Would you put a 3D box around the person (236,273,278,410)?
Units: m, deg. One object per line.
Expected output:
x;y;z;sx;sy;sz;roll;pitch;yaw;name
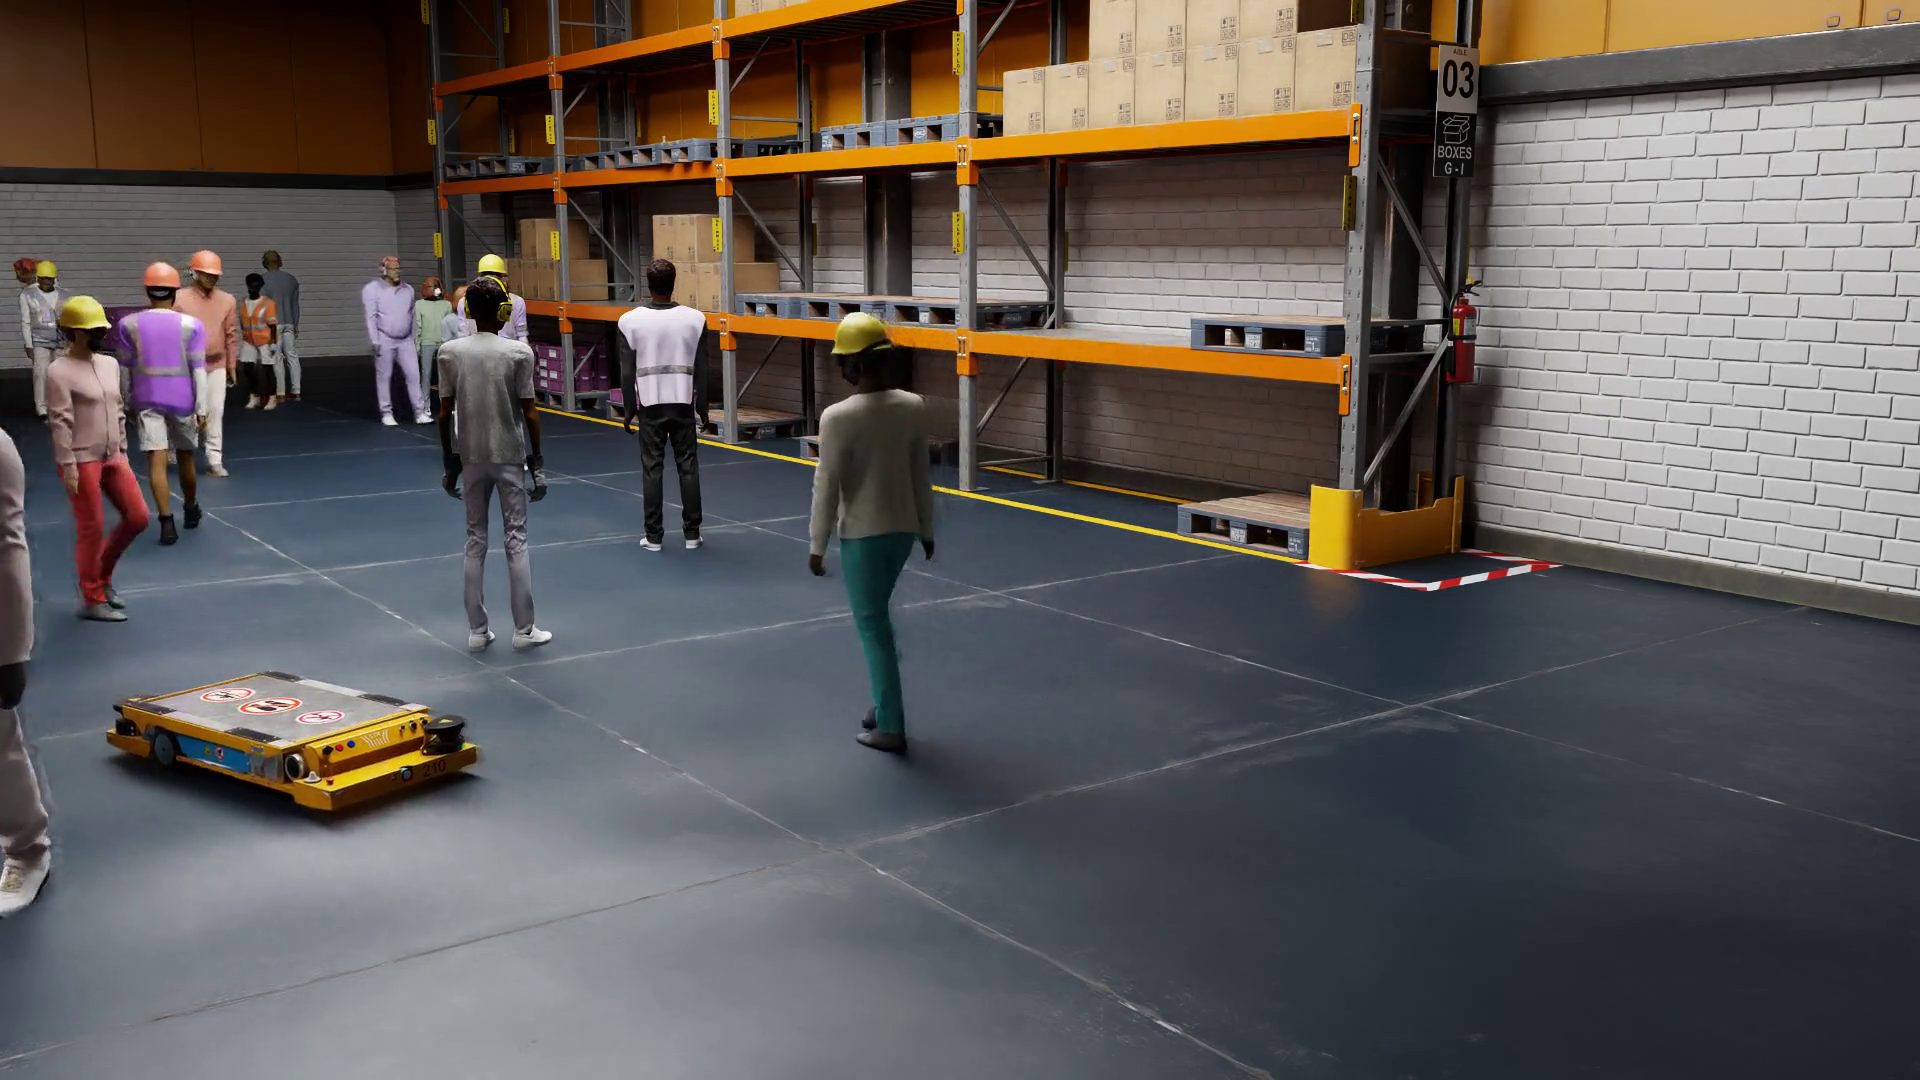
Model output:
-8.436;-2.387;20.076;0.549;1.660;0.509;1;10;6;person

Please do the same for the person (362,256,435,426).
-6.184;-2.170;18.309;0.652;1.880;0.795;-10;14;-44;person

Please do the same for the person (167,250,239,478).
-6.592;-1.521;14.425;0.708;1.964;0.633;8;13;39;person

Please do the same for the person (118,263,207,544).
-5.472;-0.952;11.459;0.568;1.885;0.982;-4;11;-22;person

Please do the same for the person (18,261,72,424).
-10.242;-2.223;18.743;0.404;1.826;0.587;8;13;38;person

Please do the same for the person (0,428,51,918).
-2.940;0.273;4.690;0.659;1.860;0.980;-1;10;-4;person

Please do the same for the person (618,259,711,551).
-1.938;-0.881;10.966;0.593;1.920;0.392;-3;11;-17;person

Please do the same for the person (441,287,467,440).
-4.758;-1.637;16.085;0.533;1.603;0.504;10;14;44;person

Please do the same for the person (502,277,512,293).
-5.409;-2.280;19.626;0.497;1.629;0.276;-9;13;-40;person

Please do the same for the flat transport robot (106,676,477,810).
-2.617;0.746;6.467;1.431;0.197;0.652;7;12;33;flat transport robot

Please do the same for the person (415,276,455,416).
-6.191;-2.282;19.603;0.507;1.635;0.272;-8;13;-38;person

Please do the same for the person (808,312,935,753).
-0.379;-0.031;6.661;0.560;1.743;0.557;-10;14;-43;person

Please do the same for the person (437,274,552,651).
-2.318;-0.373;8.263;0.535;1.868;0.309;1;10;5;person

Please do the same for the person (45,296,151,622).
-4.596;-0.421;8.873;0.367;1.746;0.543;2;10;12;person

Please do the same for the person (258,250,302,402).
-8.703;-2.723;21.242;0.352;1.933;0.634;5;11;27;person

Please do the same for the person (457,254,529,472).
-4.076;-1.529;14.581;0.591;1.923;0.381;-2;10;-9;person

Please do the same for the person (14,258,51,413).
-10.822;-2.415;19.746;0.717;1.853;0.430;6;12;29;person
